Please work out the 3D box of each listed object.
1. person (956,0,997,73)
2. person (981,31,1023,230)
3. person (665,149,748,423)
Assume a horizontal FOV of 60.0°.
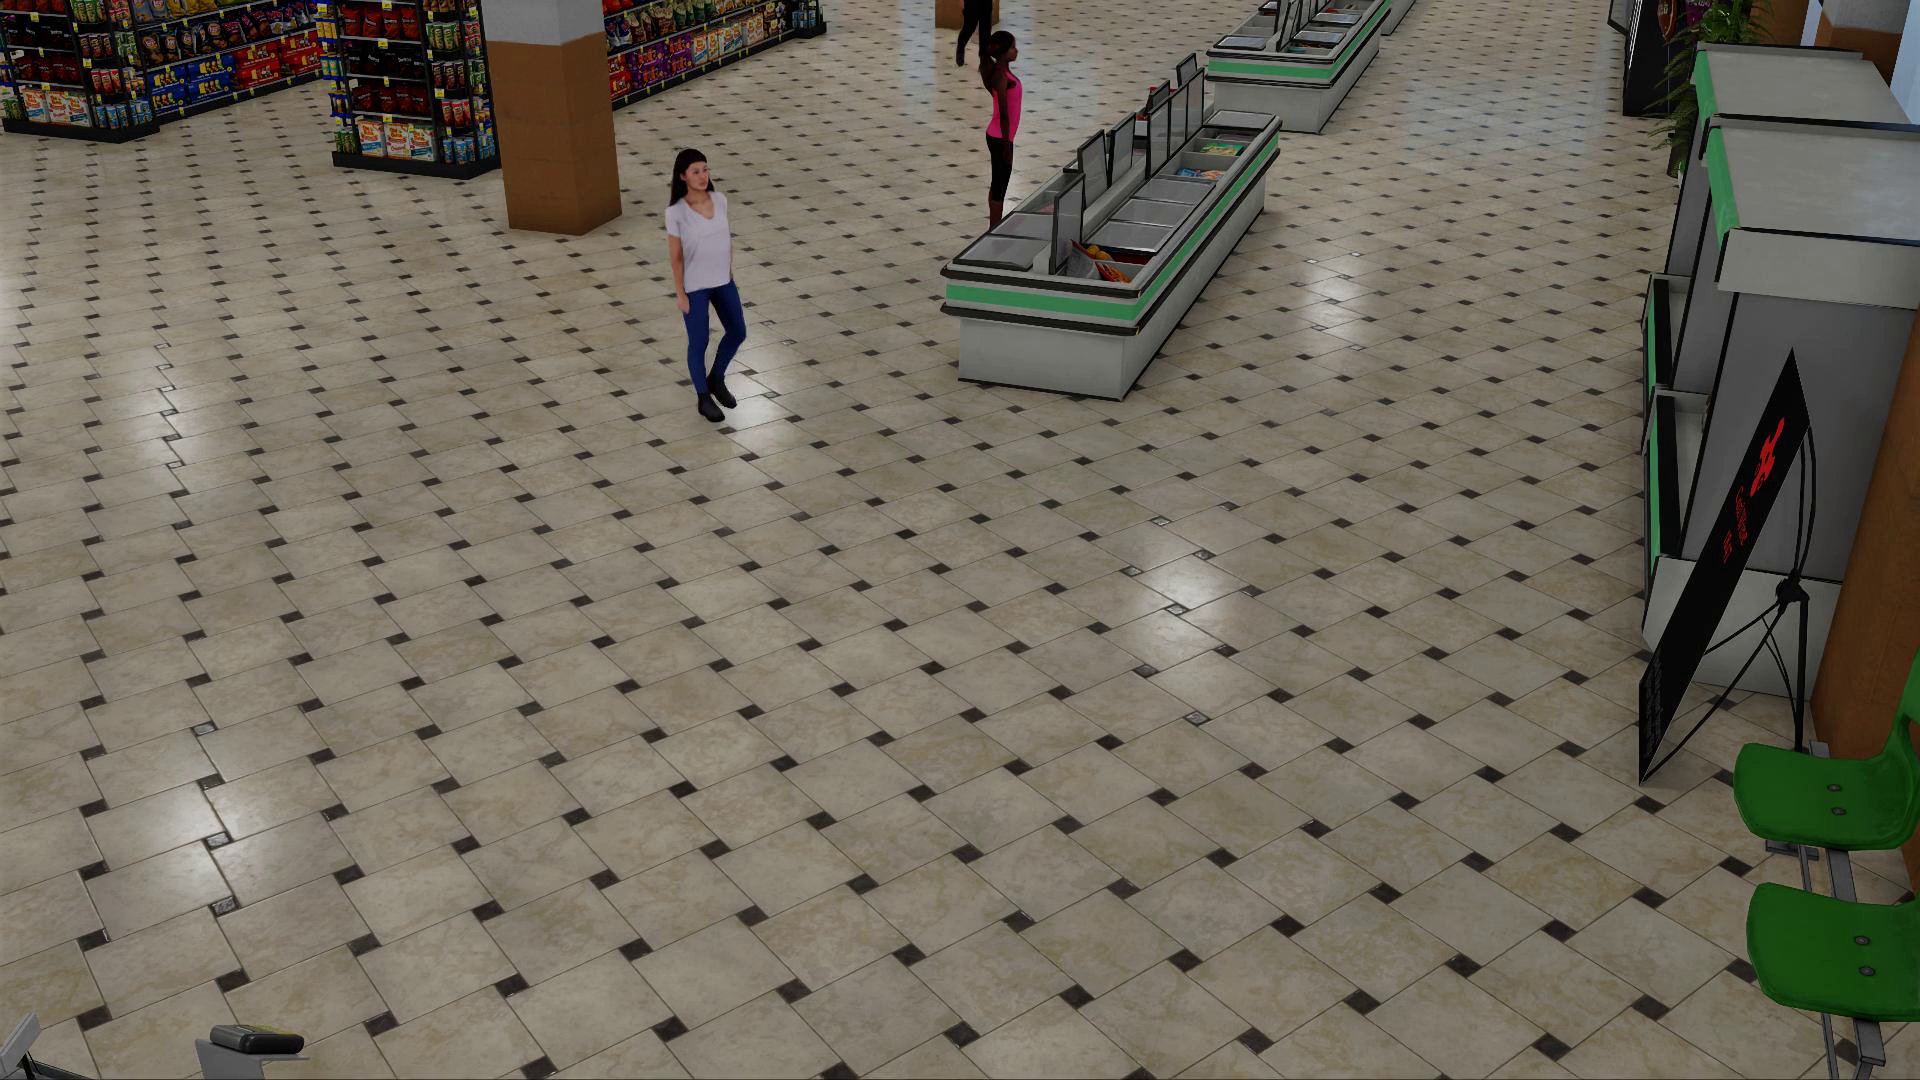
[{"bbox_3d":[0.168,-6.411,19.624,0.902,1.740,0.964,-12,29,-22],"label":"person"},{"bbox_3d":[0.324,-3.193,13.296,0.683,1.724,0.584,0,27,0],"label":"person"},{"bbox_3d":[-1.603,-1.531,10.075,0.772,1.673,0.662,24,35,39],"label":"person"}]
